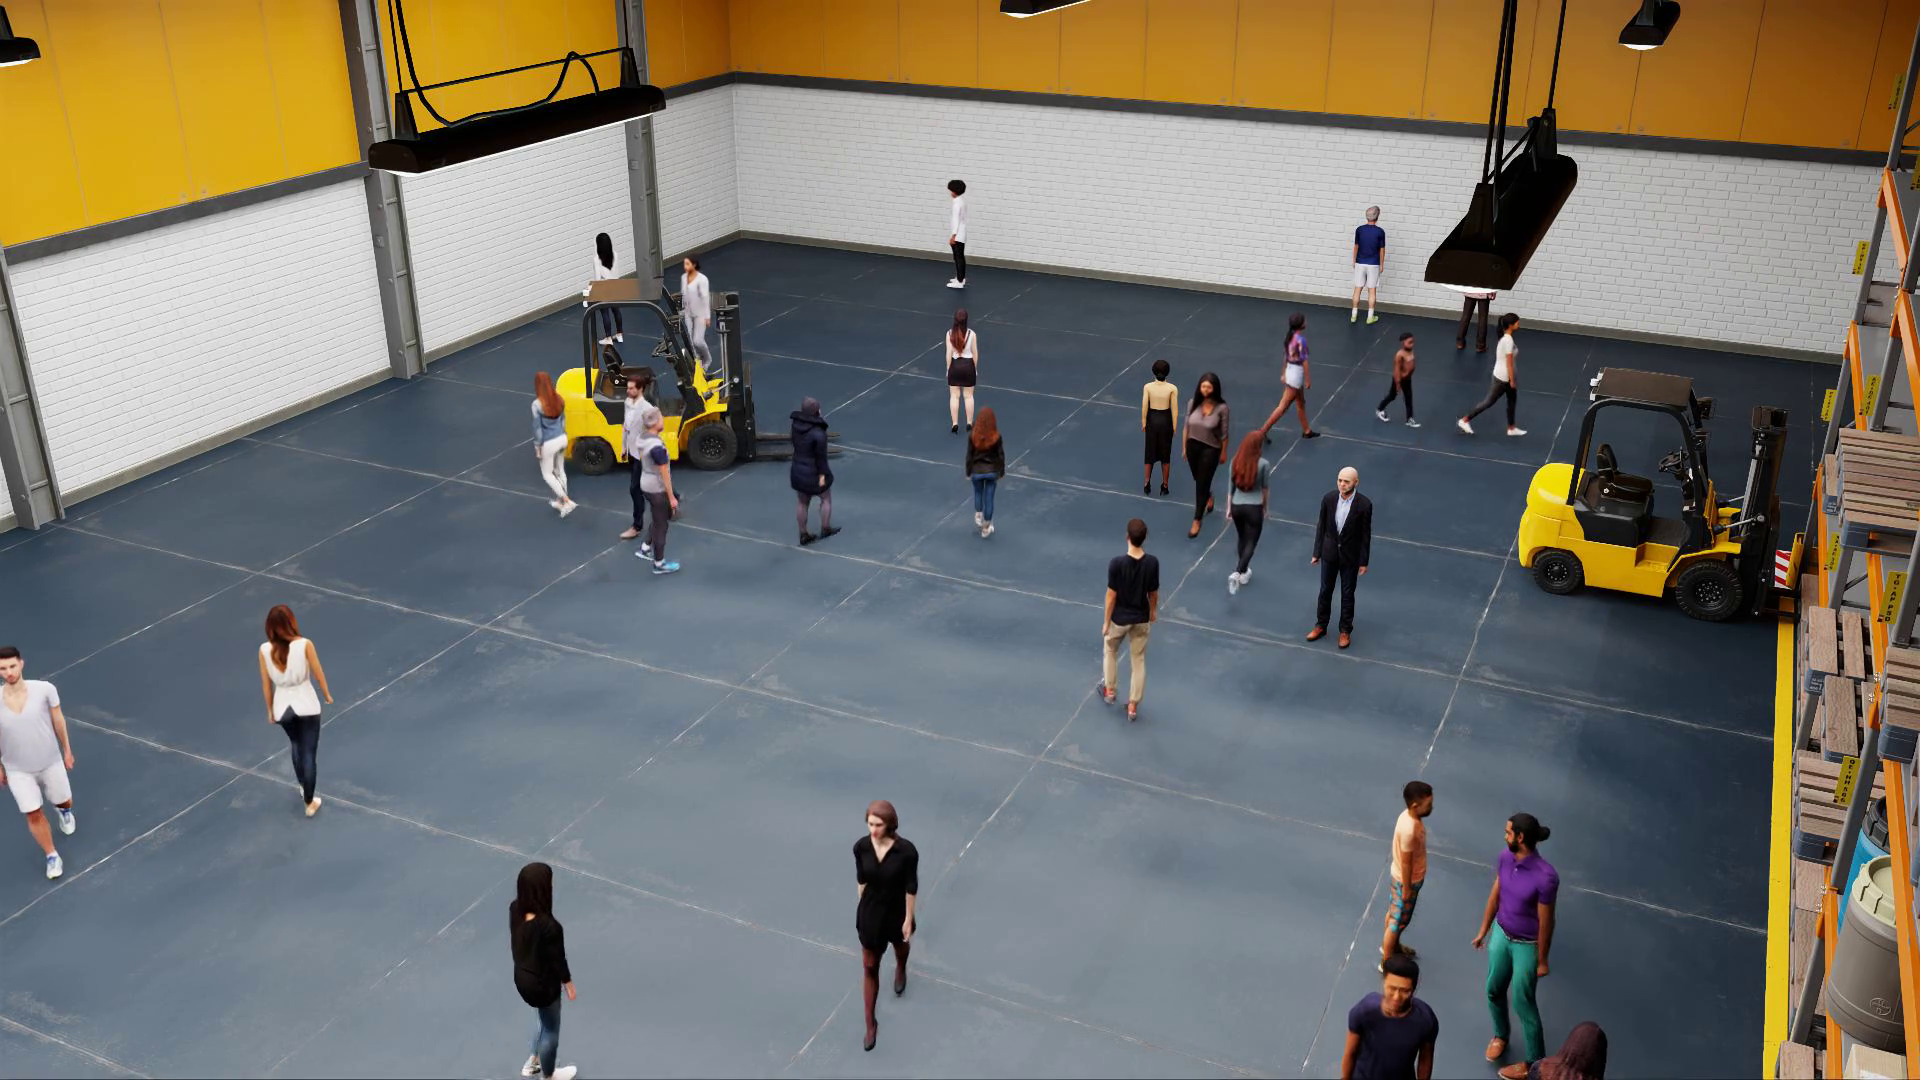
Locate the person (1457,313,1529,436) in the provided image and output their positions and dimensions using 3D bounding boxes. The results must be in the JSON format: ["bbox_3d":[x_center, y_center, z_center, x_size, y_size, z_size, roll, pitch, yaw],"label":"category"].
[{"bbox_3d":[6.812,-2.064,21.149,0.794,1.607,1.106,5,24,11],"label":"person"}]

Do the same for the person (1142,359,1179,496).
[{"bbox_3d":[2.317,-1.311,19.368,0.612,1.653,0.598,5,24,11],"label":"person"}]

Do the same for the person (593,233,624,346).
[{"bbox_3d":[-5.288,-3.777,24.951,0.718,1.700,0.560,17,29,33],"label":"person"}]

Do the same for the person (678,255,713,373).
[{"bbox_3d":[-3.696,-3.220,23.647,0.689,1.724,0.663,14,27,29],"label":"person"}]

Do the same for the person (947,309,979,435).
[{"bbox_3d":[0.021,-2.163,21.323,0.628,1.649,0.640,-1,24,-2],"label":"person"}]

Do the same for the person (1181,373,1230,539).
[{"bbox_3d":[2.734,-0.983,18.432,0.712,1.802,1.164,13,27,27],"label":"person"}]

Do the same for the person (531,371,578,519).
[{"bbox_3d":[-4.533,-1.053,18.743,0.796,1.682,0.789,17,29,33],"label":"person"}]

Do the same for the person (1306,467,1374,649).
[{"bbox_3d":[3.642,0.140,15.867,0.699,1.798,0.577,13,27,27],"label":"person"}]

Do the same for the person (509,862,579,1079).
[{"bbox_3d":[-2.628,2.713,10.184,0.654,1.636,0.666,19,30,36],"label":"person"}]

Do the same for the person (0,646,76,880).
[{"bbox_3d":[-6.958,1.602,12.469,1.058,1.841,1.075,-12,26,-25],"label":"person"}]

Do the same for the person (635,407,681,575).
[{"bbox_3d":[-3.242,-0.485,17.276,0.891,1.816,0.840,-10,26,-22],"label":"person"}]

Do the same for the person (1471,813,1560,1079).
[{"bbox_3d":[3.556,2.529,10.507,0.863,1.713,0.828,-16,28,-33],"label":"person"}]

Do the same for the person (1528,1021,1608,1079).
[{"bbox_3d":[3.161,3.311,8.883,0.727,1.583,0.820,18,29,35],"label":"person"}]

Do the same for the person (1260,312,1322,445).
[{"bbox_3d":[4.108,-1.981,20.844,1.174,1.699,1.149,-7,25,-16],"label":"person"}]

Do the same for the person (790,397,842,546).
[{"bbox_3d":[-1.681,-0.722,18.013,0.766,1.658,0.840,17,29,34],"label":"person"}]

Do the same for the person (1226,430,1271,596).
[{"bbox_3d":[2.893,-0.244,16.846,0.576,1.718,1.066,9,25,21],"label":"person"}]

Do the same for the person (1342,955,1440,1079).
[{"bbox_3d":[2.359,3.035,9.252,0.684,1.792,0.589,5,24,12],"label":"person"}]

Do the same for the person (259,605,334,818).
[{"bbox_3d":[-5.225,1.384,13.064,0.775,1.765,0.866,-1,24,-3],"label":"person"}]

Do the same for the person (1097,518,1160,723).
[{"bbox_3d":[1.504,0.735,14.456,0.928,1.838,1.000,-5,24,-11],"label":"person"}]

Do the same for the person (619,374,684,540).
[{"bbox_3d":[-3.449,-0.964,18.363,1.242,1.823,1.020,-17,29,-34],"label":"person"}]

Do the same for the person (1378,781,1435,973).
[{"bbox_3d":[3.047,2.290,11.370,0.613,1.460,0.448,7,25,16],"label":"person"}]

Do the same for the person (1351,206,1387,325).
[{"bbox_3d":[6.379,-4.318,26.017,0.636,1.837,0.533,11,26,24],"label":"person"}]

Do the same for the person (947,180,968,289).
[{"bbox_3d":[-0.028,-5.165,27.989,0.728,1.809,0.553,6,24,13],"label":"person"}]

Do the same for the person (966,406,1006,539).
[{"bbox_3d":[0.266,-0.728,18.266,0.694,1.467,0.801,3,24,6],"label":"person"}]

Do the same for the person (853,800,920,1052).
[{"bbox_3d":[-0.442,2.402,10.872,0.785,1.655,1.113,4,24,8],"label":"person"}]

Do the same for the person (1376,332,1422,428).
[{"bbox_3d":[5.710,-2.110,21.720,0.924,1.233,0.843,-18,29,-35],"label":"person"}]
